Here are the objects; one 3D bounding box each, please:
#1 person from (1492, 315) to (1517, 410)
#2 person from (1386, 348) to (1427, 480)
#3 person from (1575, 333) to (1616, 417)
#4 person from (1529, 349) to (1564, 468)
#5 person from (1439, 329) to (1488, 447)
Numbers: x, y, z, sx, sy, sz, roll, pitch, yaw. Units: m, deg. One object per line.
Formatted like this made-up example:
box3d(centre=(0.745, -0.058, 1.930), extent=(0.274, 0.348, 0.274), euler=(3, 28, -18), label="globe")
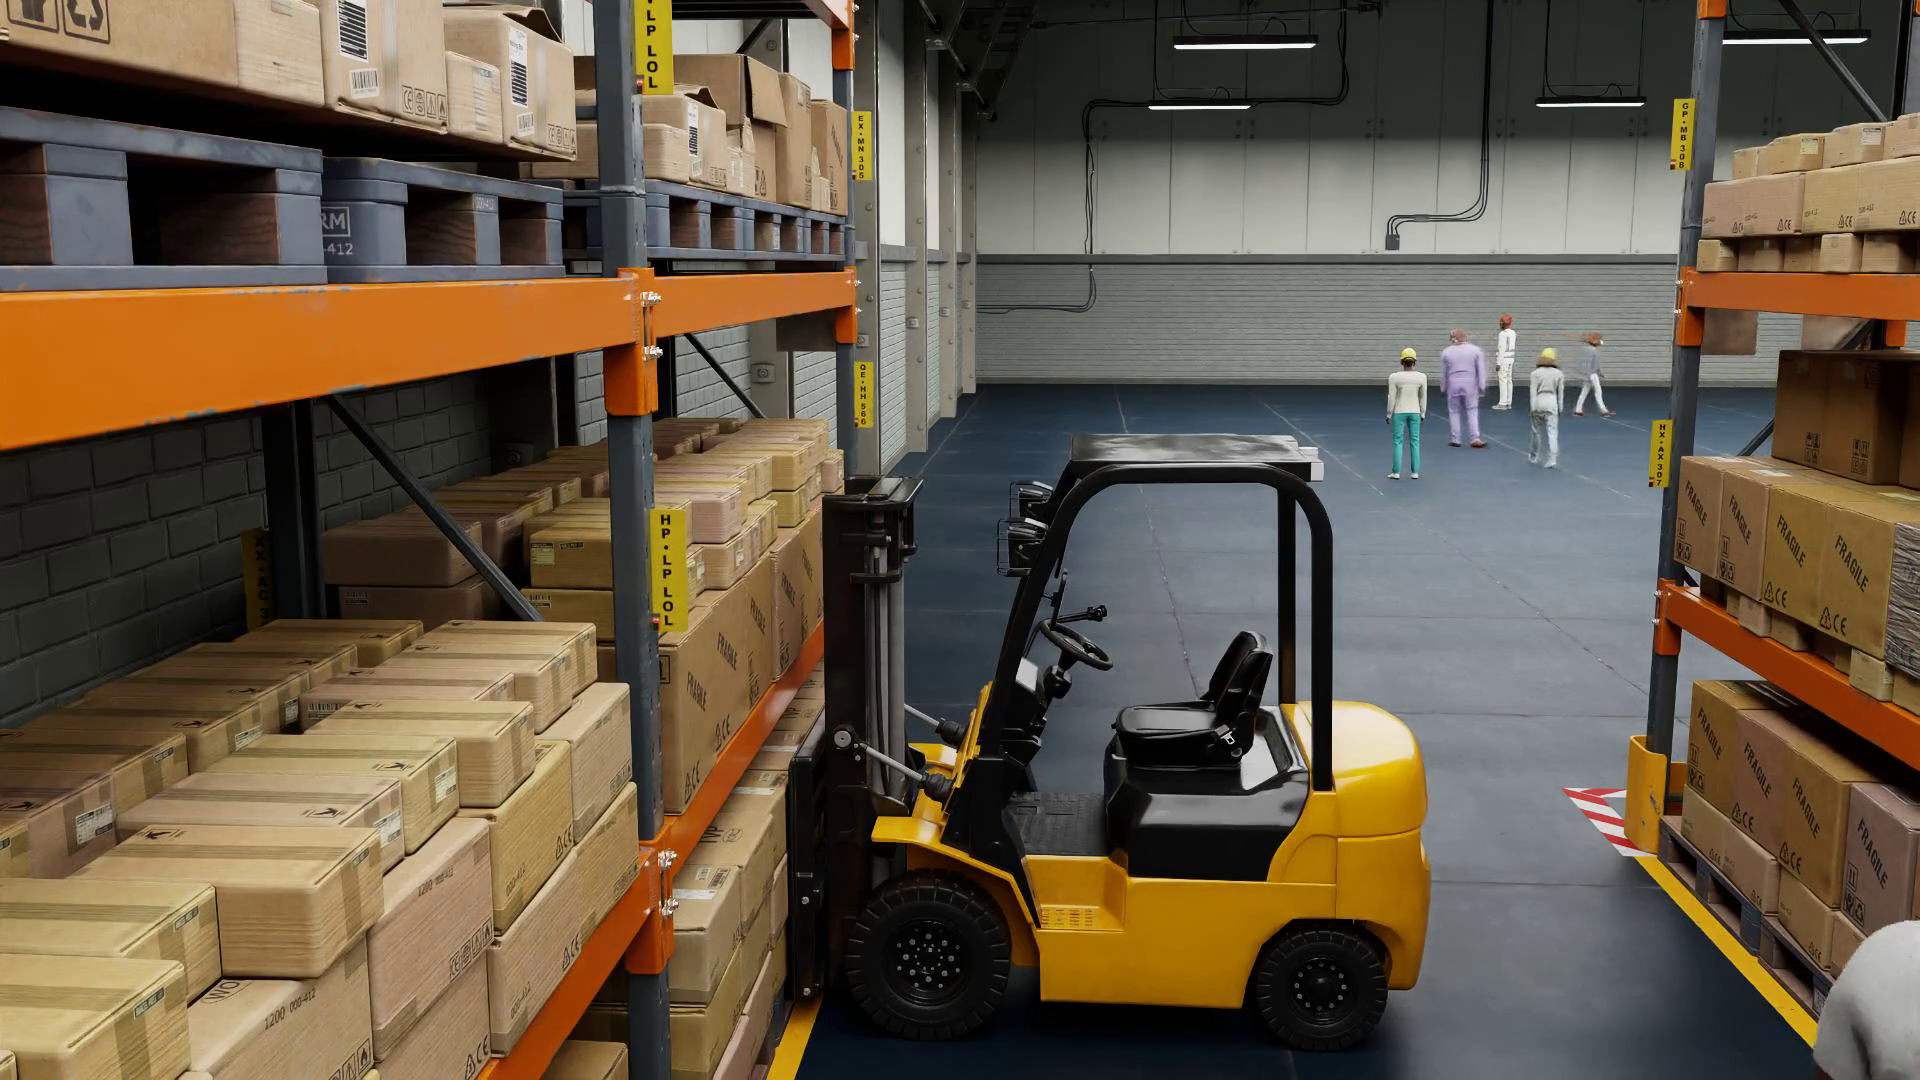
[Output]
box3d(centre=(10.863, -3.540, 33.162), extent=(0.341, 1.883, 0.587), euler=(9, 13, 43), label="person")
box3d(centre=(5.978, -1.688, 22.303), extent=(0.533, 1.767, 0.312), euler=(0, 9, -2), label="person")
box3d(centre=(12.067, -3.110, 31.445), extent=(0.821, 1.593, 0.506), euler=(4, 10, 25), label="person")
box3d(centre=(8.382, -1.886, 23.777), extent=(0.489, 1.686, 0.961), euler=(1, 9, 6), label="person")
box3d(centre=(7.962, -2.398, 26.322), extent=(0.751, 1.863, 0.473), euler=(3, 10, 15), label="person")
